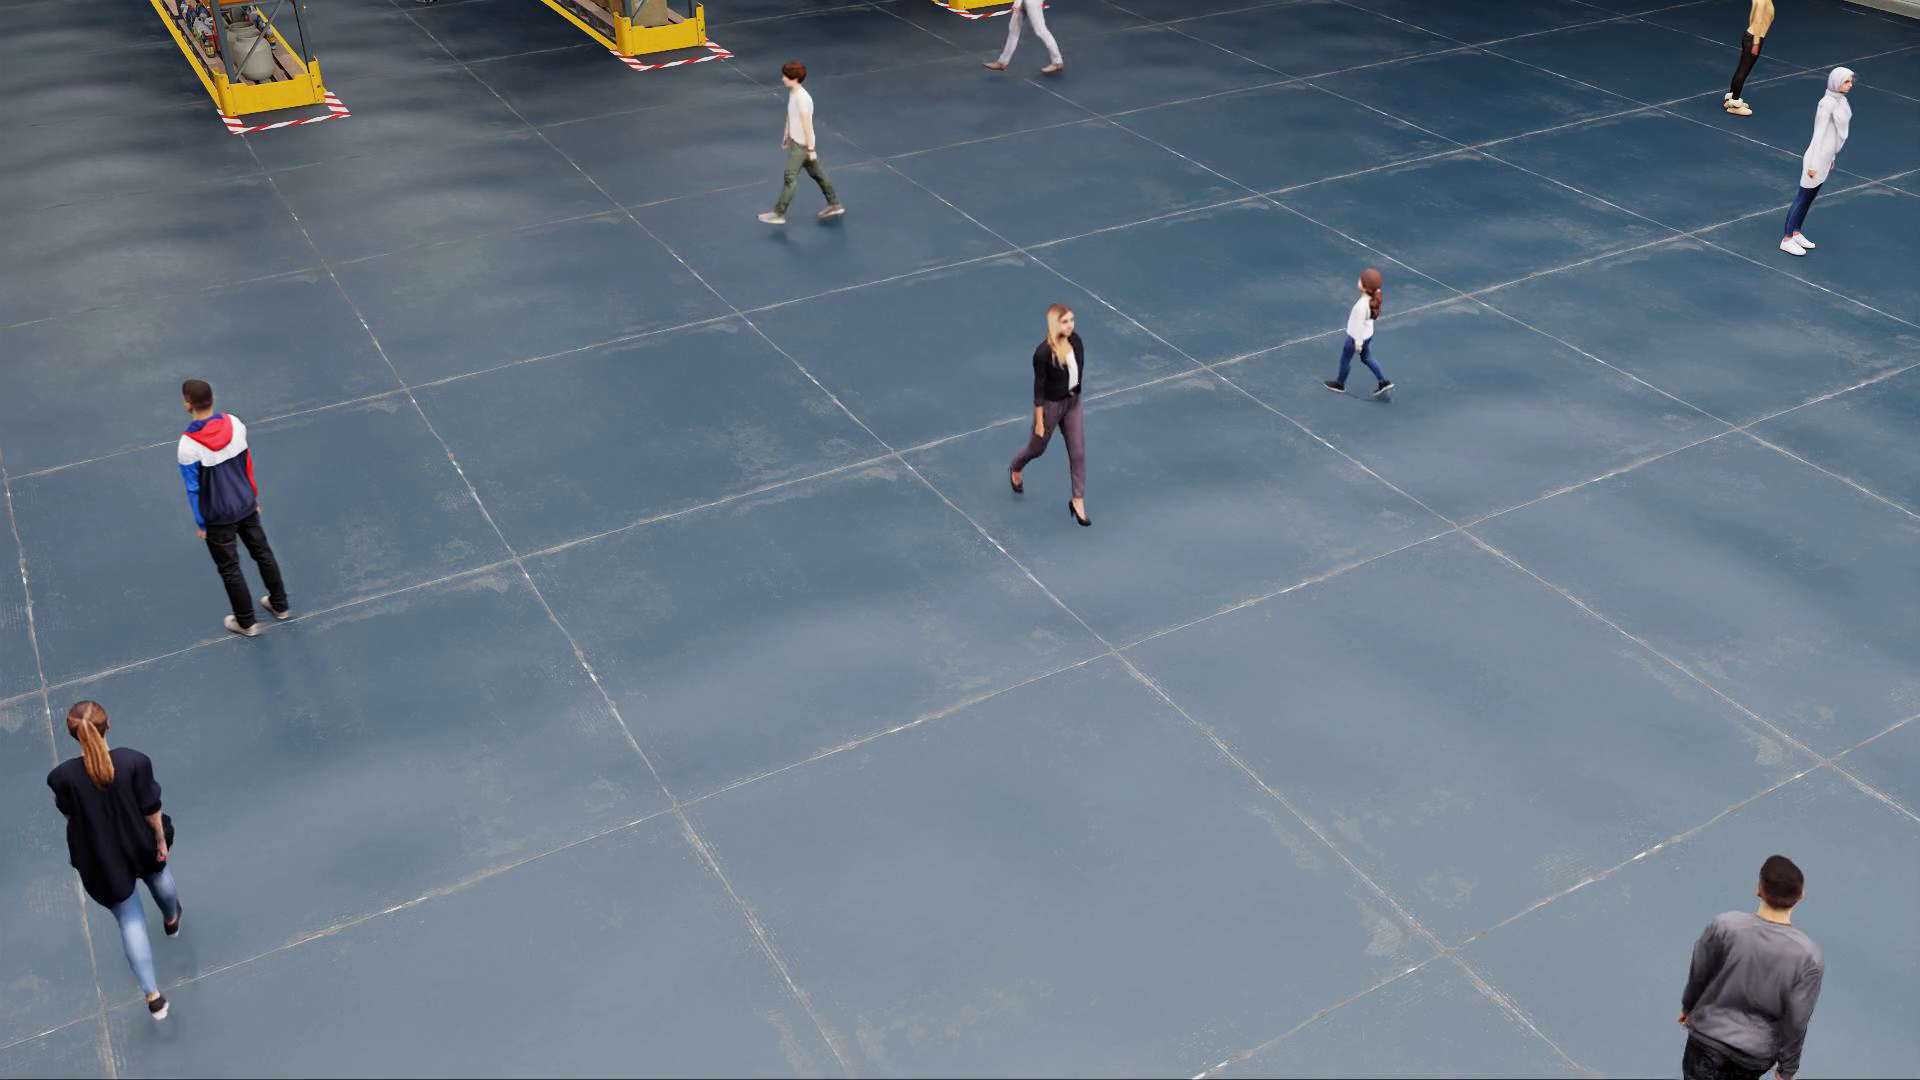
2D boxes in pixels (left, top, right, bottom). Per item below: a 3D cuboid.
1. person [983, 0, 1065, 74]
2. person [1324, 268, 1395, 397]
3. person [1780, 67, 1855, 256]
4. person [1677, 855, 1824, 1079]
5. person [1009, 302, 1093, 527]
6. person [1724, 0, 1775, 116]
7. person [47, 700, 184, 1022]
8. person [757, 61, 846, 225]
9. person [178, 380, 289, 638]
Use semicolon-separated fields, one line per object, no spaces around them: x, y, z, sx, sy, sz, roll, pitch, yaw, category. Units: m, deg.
0.966;-6.694;20.700;1.019;1.843;1.265;-5;33;-8;person
3.292;-1.657;13.416;0.832;1.094;0.627;22;38;30;person
8.211;-3.633;15.911;0.662;1.776;0.603;-27;41;-36;person
3.167;2.128;6.830;1.181;1.720;1.114;18;37;27;person
0.612;-0.914;11.734;0.730;1.633;1.076;-24;39;-33;person
9.330;-5.881;19.583;0.750;1.659;0.695;9;33;14;person
-3.957;1.523;7.860;0.648;1.645;1.128;-15;35;-23;person
-1.485;-3.922;16.526;0.839;1.607;1.124;-8;33;-13;person
-4.617;-0.207;10.497;0.714;1.757;0.714;17;36;25;person
